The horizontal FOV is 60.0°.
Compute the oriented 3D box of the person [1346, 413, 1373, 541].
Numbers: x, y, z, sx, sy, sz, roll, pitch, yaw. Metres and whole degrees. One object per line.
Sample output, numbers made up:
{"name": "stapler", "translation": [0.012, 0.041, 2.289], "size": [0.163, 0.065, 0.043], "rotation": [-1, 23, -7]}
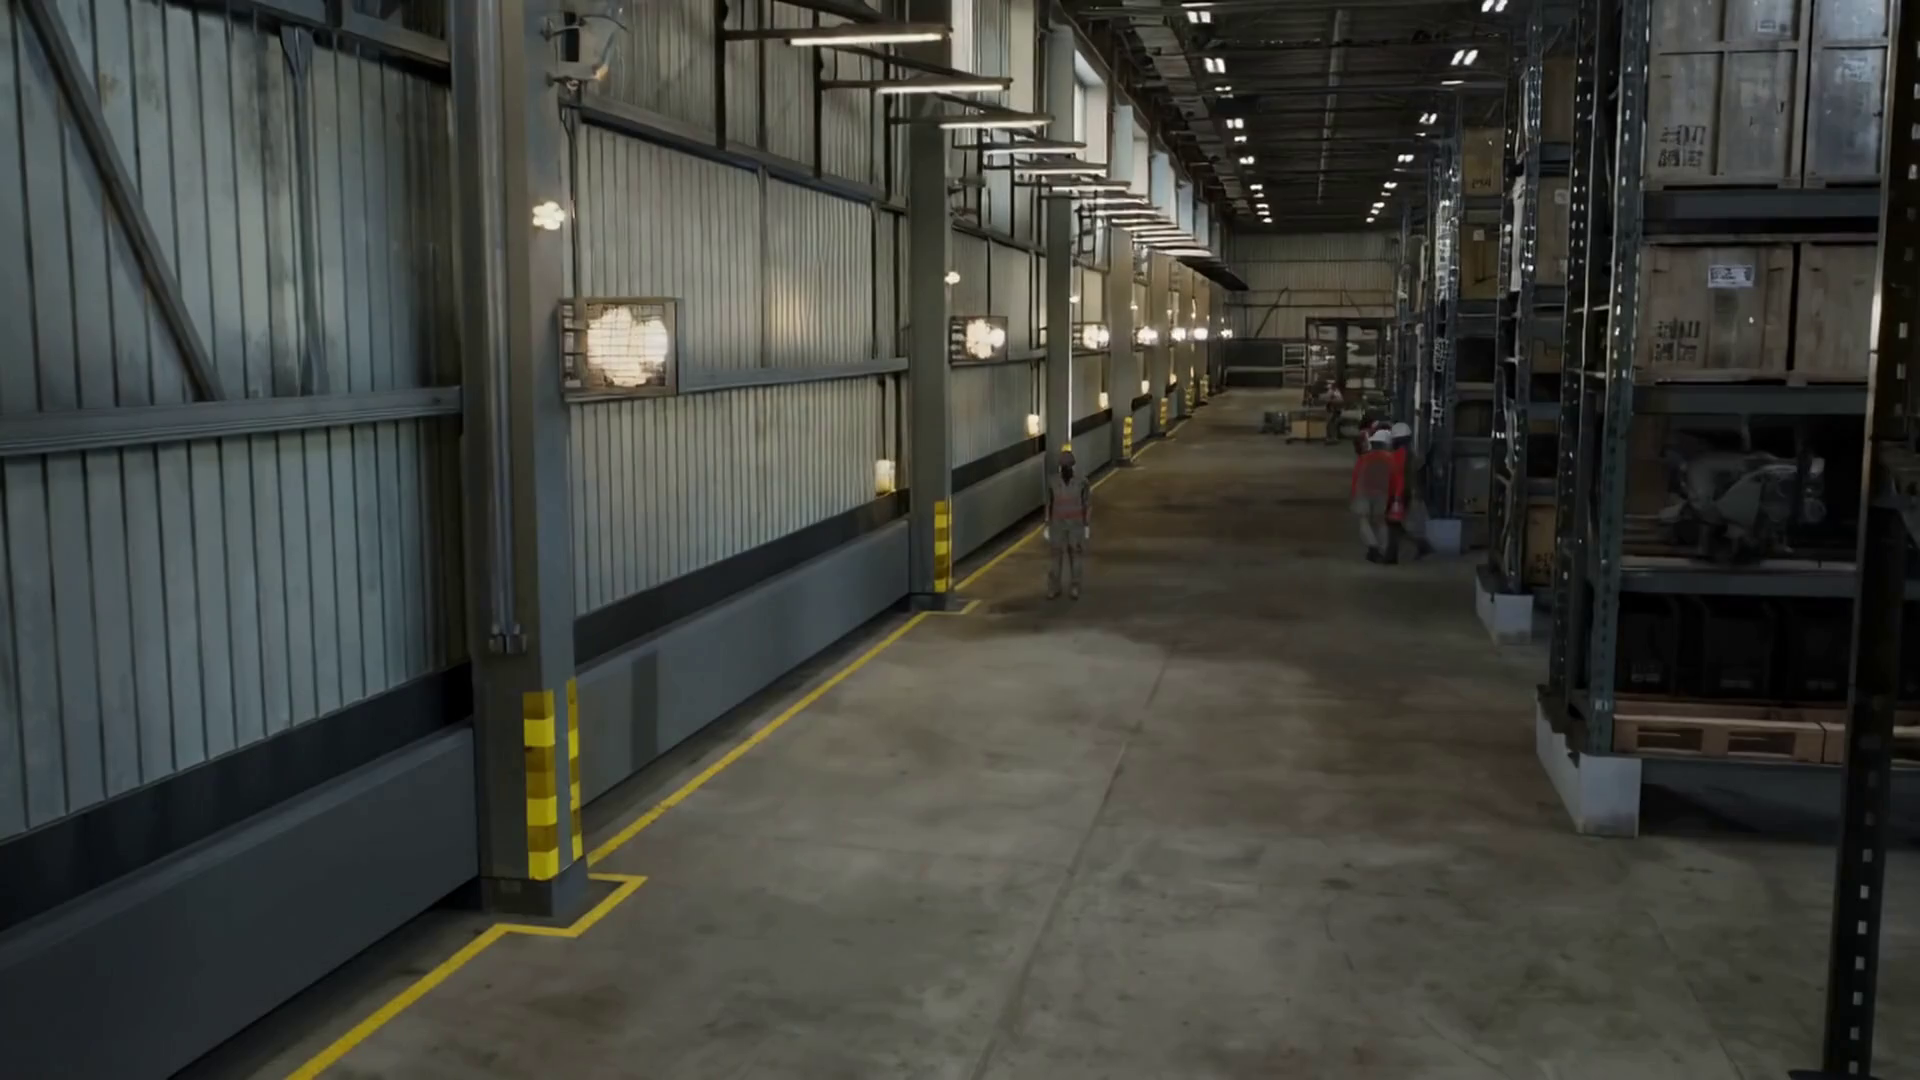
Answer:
{"name": "person", "translation": [6.023, -0.922, 24.595], "size": [0.644, 1.914, 0.547], "rotation": [5, 9, 36]}

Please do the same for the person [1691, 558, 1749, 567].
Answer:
{"name": "person", "translation": [6.021, 0.546, 13.095], "size": [0.992, 1.864, 0.657], "rotation": [0, 7, 3]}

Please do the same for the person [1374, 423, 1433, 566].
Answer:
{"name": "person", "translation": [5.882, -0.583, 21.973], "size": [0.691, 1.906, 0.584], "rotation": [3, 8, 20]}

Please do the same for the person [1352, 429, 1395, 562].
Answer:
{"name": "person", "translation": [5.562, -0.581, 22.272], "size": [0.596, 1.812, 0.530], "rotation": [0, 7, -2]}

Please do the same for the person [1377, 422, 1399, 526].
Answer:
{"name": "person", "translation": [6.702, -1.029, 26.352], "size": [0.493, 1.695, 0.917], "rotation": [1, 7, 11]}

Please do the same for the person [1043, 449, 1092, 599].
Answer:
{"name": "person", "translation": [1.247, -0.184, 19.349], "size": [0.564, 1.748, 0.339], "rotation": [1, 7, 9]}

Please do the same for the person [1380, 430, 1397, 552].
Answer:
{"name": "person", "translation": [6.045, -0.700, 23.599], "size": [0.532, 1.723, 0.889], "rotation": [1, 7, 10]}
